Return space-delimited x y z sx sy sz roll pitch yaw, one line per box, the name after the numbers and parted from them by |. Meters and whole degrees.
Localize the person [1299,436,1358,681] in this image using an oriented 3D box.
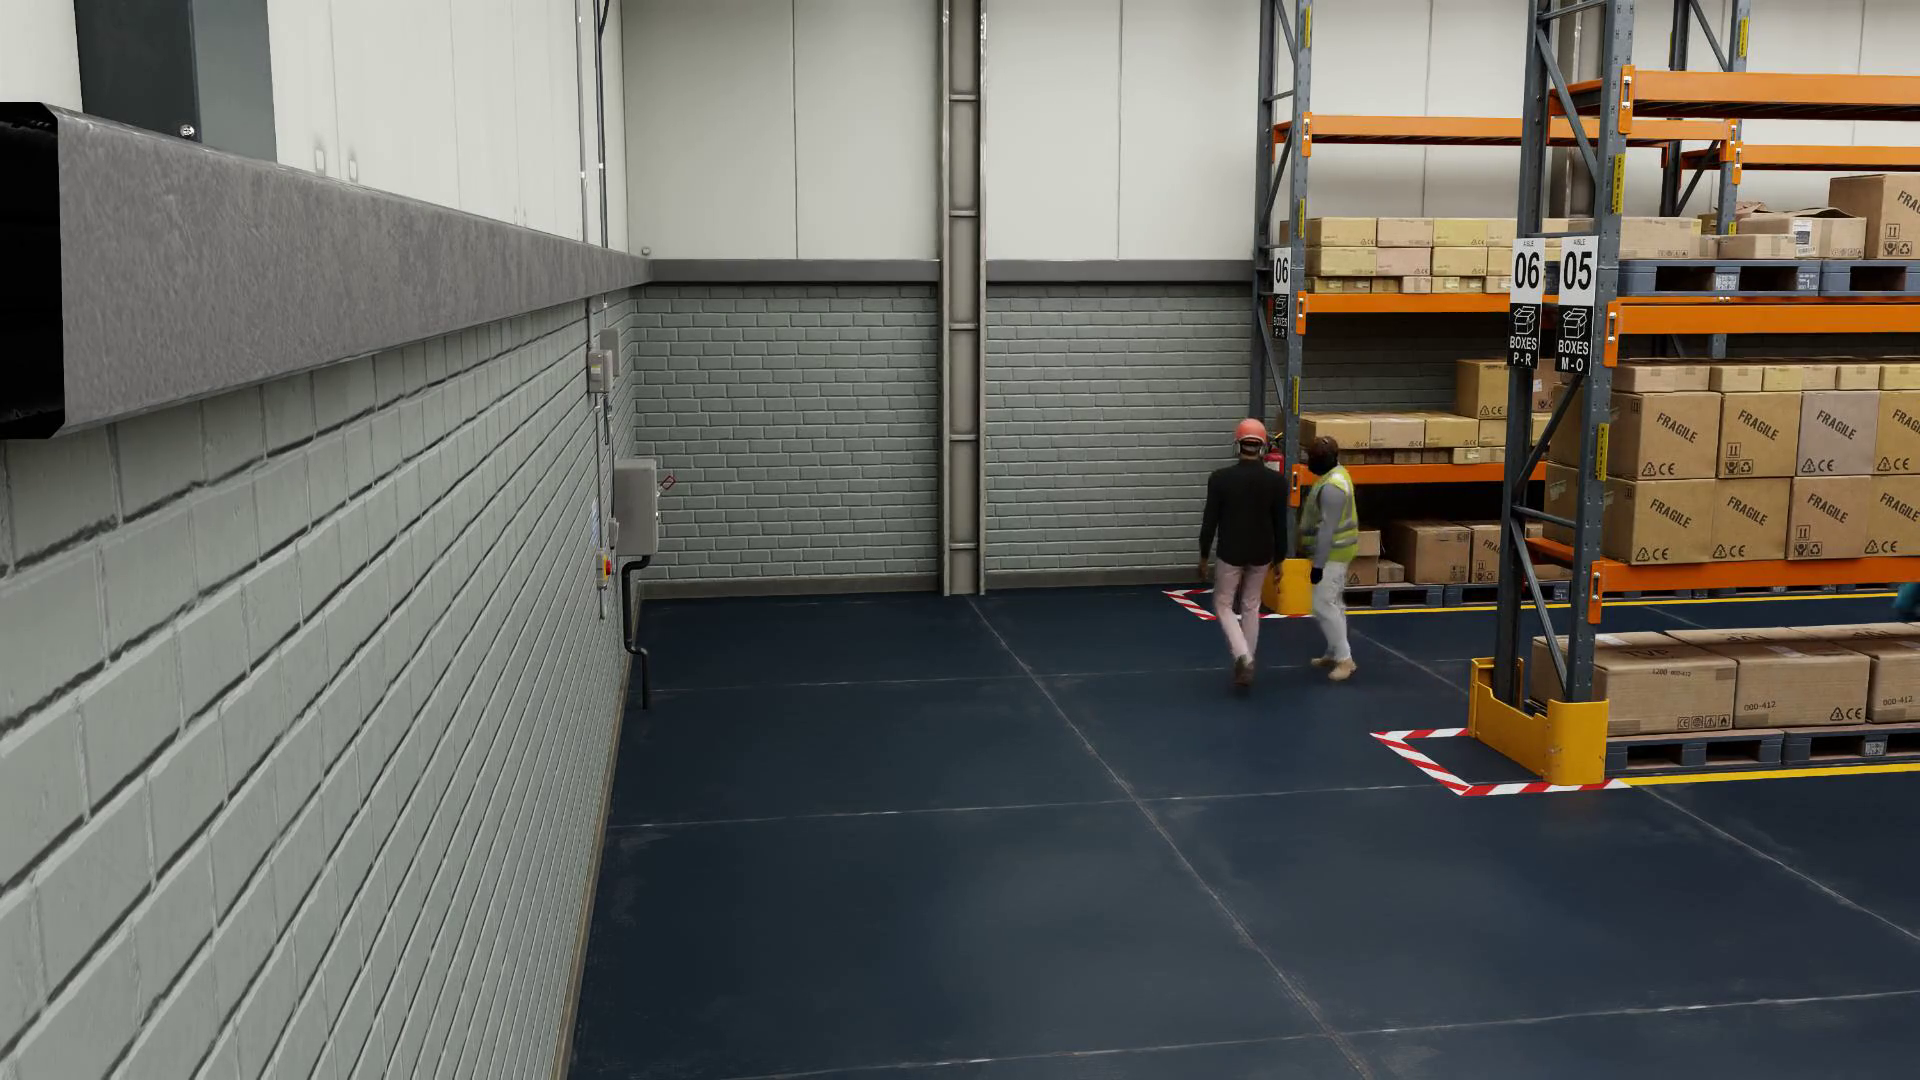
2.747 0.128 12.430 0.434 1.821 0.681 2 10 14 | person

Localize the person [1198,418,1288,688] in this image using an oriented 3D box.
2.063 0.111 12.027 0.626 1.975 0.721 -1 9 -9 | person

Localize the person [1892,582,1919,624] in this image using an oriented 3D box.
7.085 0.173 12.050 0.449 1.833 0.593 -1 9 -7 | person
